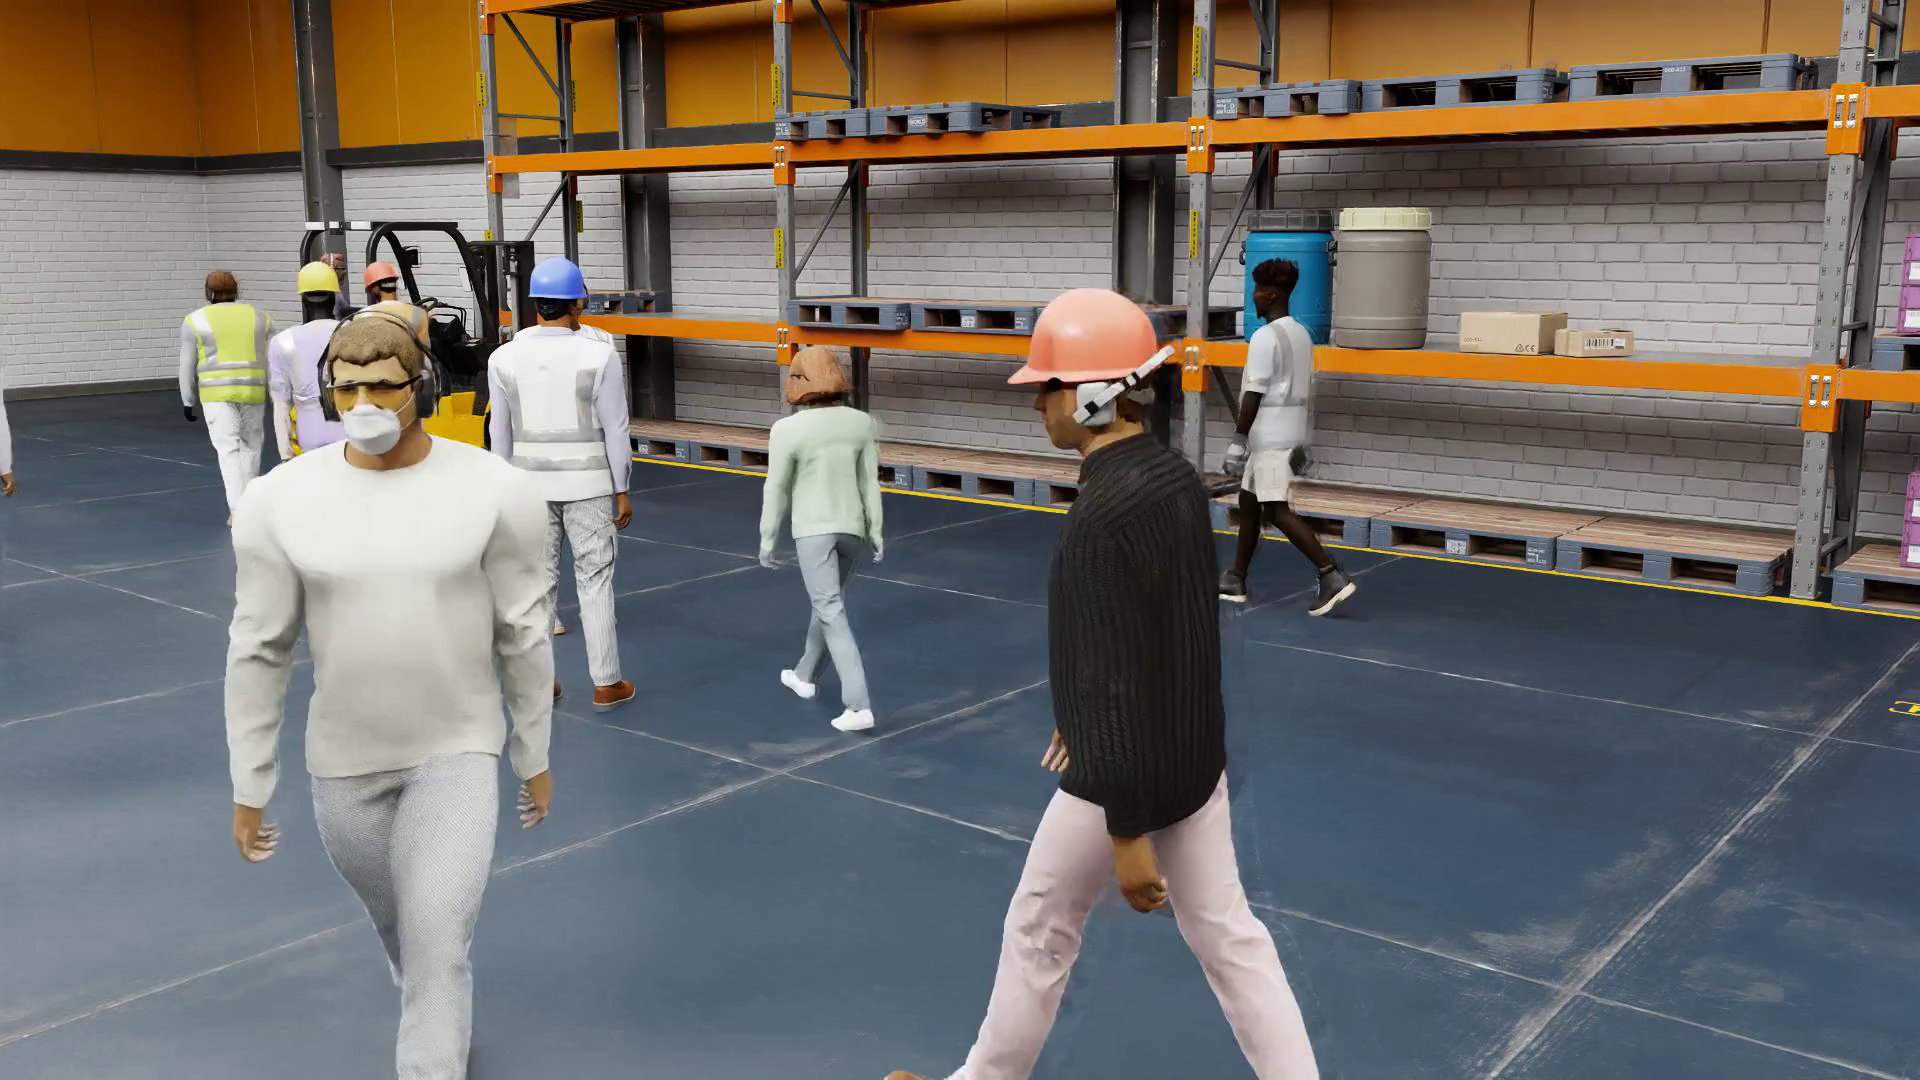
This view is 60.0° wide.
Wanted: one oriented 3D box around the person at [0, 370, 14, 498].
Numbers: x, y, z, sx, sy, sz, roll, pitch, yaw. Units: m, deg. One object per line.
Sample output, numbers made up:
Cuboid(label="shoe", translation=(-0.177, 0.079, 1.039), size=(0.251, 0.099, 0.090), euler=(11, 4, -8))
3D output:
Cuboid(label="person", translation=(-5.224, -0.398, 8.552), size=(0.921, 1.789, 0.609), euler=(7, 12, 34))

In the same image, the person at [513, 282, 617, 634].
Cuboid(label="person", translation=(-2.024, -0.460, 8.615), size=(0.572, 1.883, 0.353), euler=(-8, 13, -37))

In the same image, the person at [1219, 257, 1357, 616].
Cuboid(label="person", translation=(1.752, -0.563, 9.047), size=(0.937, 1.937, 0.601), euler=(5, 12, 28))

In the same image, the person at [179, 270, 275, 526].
Cuboid(label="person", translation=(-5.258, -1.018, 11.942), size=(0.644, 1.799, 0.901), euler=(-8, 13, -37))

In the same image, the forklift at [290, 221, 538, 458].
Cuboid(label="forklift", translation=(-4.922, -1.741, 14.854), size=(1.214, 2.155, 2.313), euler=(8, 13, 38))

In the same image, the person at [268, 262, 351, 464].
Cuboid(label="person", translation=(-3.404, -0.548, 9.036), size=(0.612, 1.909, 0.672), euler=(-3, 11, -17))

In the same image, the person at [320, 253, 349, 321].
Cuboid(label="person", translation=(-5.864, -1.732, 15.628), size=(0.403, 1.900, 0.636), euler=(-6, 12, -30))

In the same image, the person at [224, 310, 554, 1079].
Cuboid(label="person", translation=(-1.197, 0.454, 3.558), size=(0.651, 1.890, 1.035), euler=(-1, 10, -6))

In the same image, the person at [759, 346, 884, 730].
Cuboid(label="person", translation=(-0.579, -0.022, 7.031), size=(0.505, 1.580, 0.887), euler=(-8, 13, -38))

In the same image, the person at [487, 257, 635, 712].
Cuboid(label="person", translation=(-1.695, -0.225, 7.128), size=(0.602, 1.949, 0.395), euler=(1, 10, 5))

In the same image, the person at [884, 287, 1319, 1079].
Cuboid(label="person", translation=(0.347, 0.456, 3.437), size=(1.069, 1.937, 0.617), euler=(6, 12, 31))

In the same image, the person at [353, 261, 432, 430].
Cuboid(label="person", translation=(-4.207, -1.130, 12.391), size=(0.561, 1.871, 0.979), euler=(-4, 11, -22))
